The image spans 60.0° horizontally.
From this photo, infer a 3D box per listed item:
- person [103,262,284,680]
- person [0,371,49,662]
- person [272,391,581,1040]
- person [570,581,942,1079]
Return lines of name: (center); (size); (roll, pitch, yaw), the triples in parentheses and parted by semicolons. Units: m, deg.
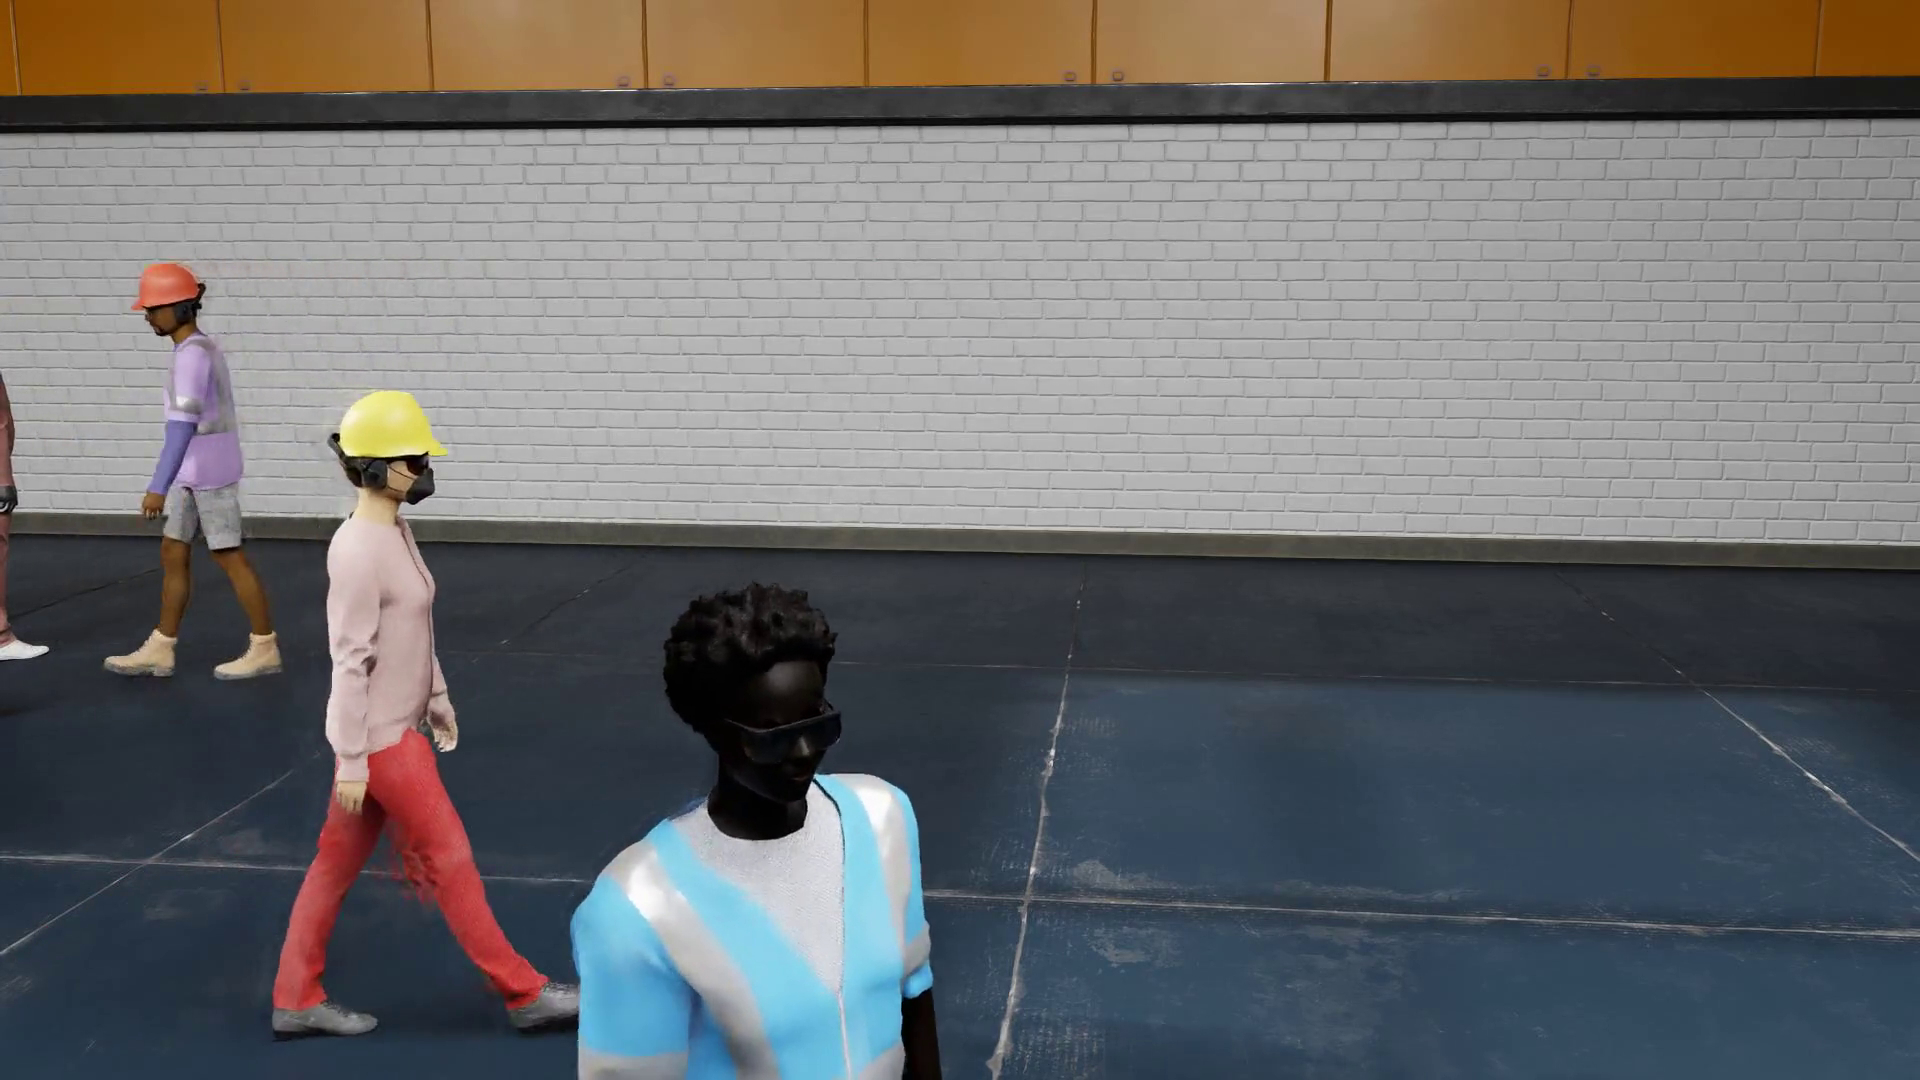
person: (-3.722, -0.295, 7.898); (0.916, 2.001, 0.634); (-5, 11, -25)
person: (-4.972, -0.331, 8.390); (0.651, 1.907, 0.408); (5, 11, 28)
person: (-1.410, 0.474, 4.298); (0.895, 1.711, 0.543); (-2, 10, -11)
person: (-0.285, 0.860, 2.231); (0.761, 1.673, 0.531); (9, 13, 41)
